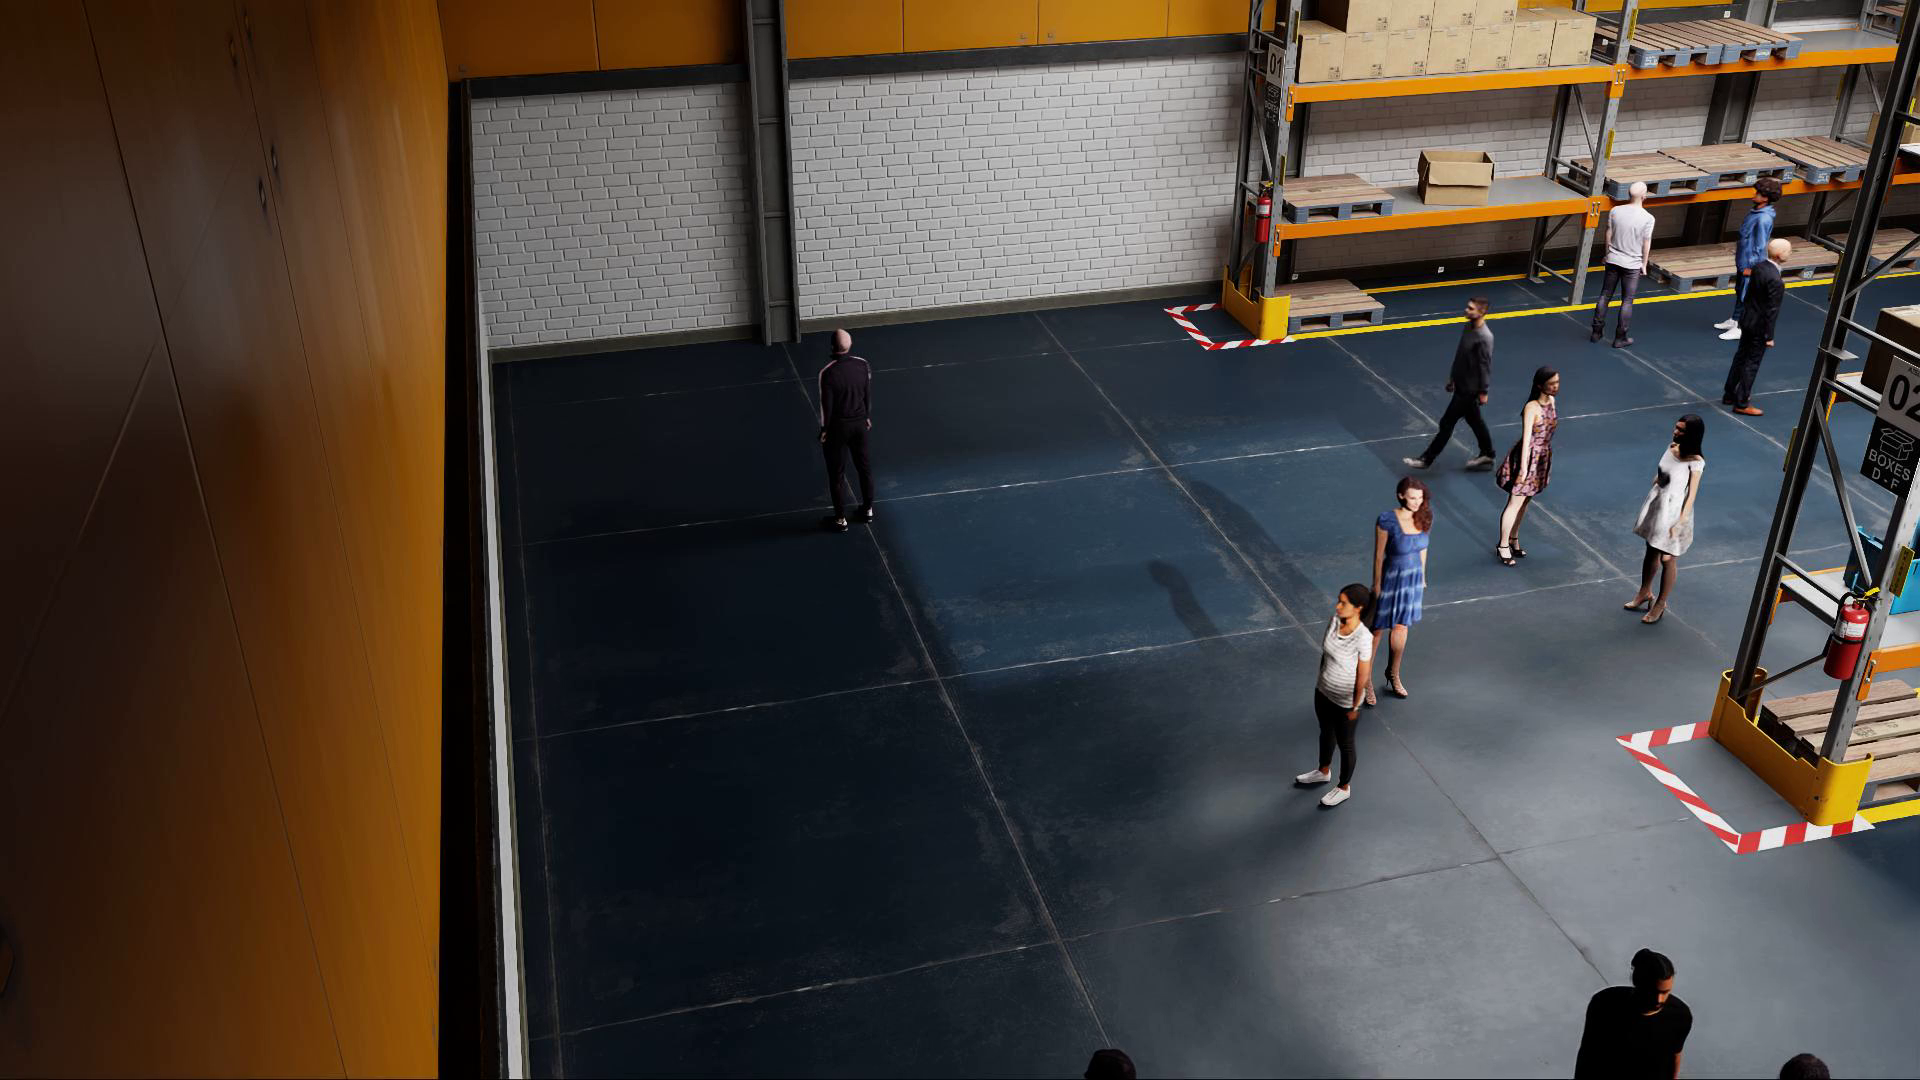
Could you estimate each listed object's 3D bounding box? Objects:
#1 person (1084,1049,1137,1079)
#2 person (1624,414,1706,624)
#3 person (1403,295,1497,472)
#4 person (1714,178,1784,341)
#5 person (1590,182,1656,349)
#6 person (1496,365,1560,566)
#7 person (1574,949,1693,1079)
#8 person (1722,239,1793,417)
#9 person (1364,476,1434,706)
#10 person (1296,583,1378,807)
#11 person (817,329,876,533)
[{"bbox_3d":[0.649,2.937,7.378,0.648,1.774,0.663,4,29,8],"label":"person"},{"bbox_3d":[5.571,-0.179,13.088,0.607,1.775,0.627,-7,29,-13],"label":"person"},{"bbox_3d":[4.782,-1.415,15.419,1.189,1.714,0.776,-2,29,-4],"label":"person"},{"bbox_3d":[8.774,-3.126,18.452,0.754,1.811,0.761,7,29,12],"label":"person"},{"bbox_3d":[7.284,-3.033,18.260,0.754,1.832,0.757,-24,37,-37],"label":"person"},{"bbox_3d":[4.772,-0.630,13.917,0.857,1.773,0.777,24,37,37],"label":"person"},{"bbox_3d":[3.152,2.633,7.955,0.590,1.754,0.742,3,29,6],"label":"person"},{"bbox_3d":[8.004,-2.159,16.693,0.657,1.798,0.740,0,29,-1],"label":"person"},{"bbox_3d":[3.169,0.362,12.063,0.552,1.806,0.758,-12,31,-21],"label":"person"},{"bbox_3d":[2.535,1.003,11.054,0.579,1.647,0.601,-13,31,-22],"label":"person"},{"bbox_3d":[-0.985,-0.958,14.451,0.638,1.836,0.806,-17,33,-29],"label":"person"}]
